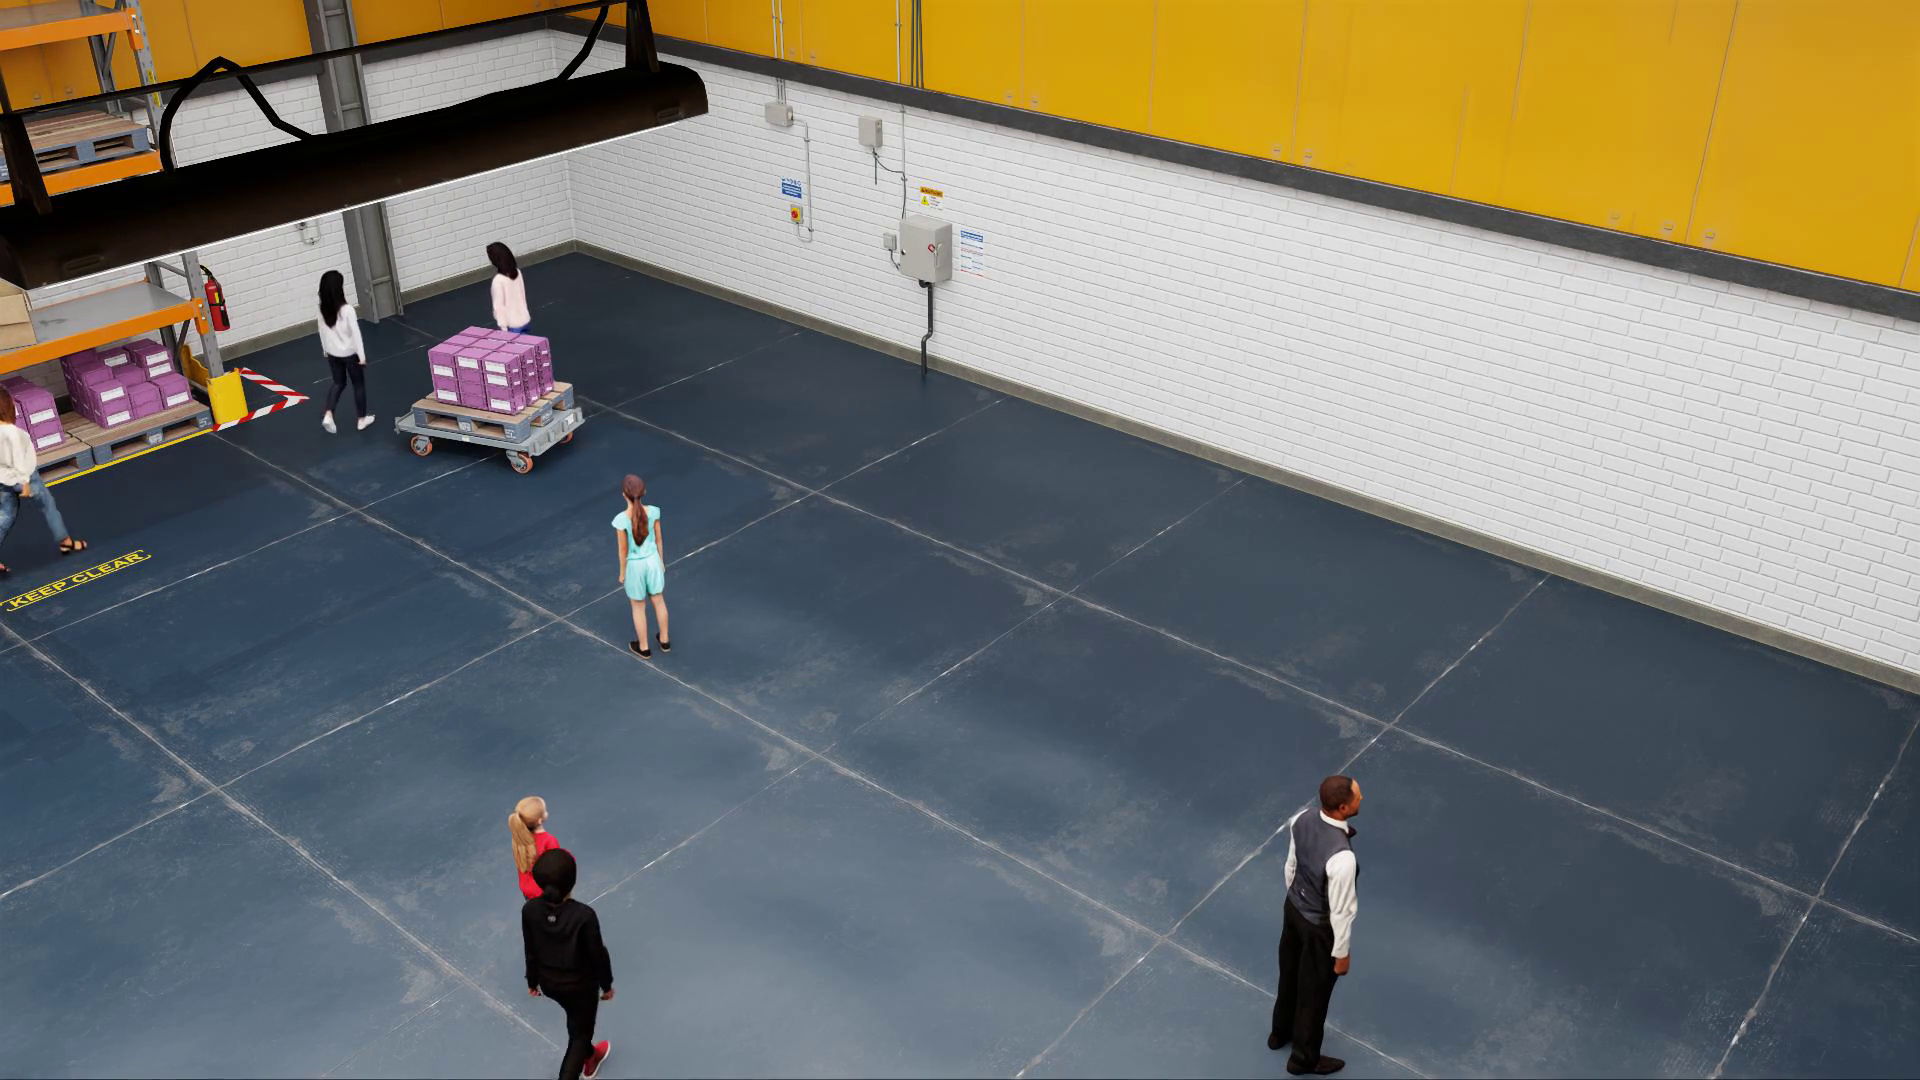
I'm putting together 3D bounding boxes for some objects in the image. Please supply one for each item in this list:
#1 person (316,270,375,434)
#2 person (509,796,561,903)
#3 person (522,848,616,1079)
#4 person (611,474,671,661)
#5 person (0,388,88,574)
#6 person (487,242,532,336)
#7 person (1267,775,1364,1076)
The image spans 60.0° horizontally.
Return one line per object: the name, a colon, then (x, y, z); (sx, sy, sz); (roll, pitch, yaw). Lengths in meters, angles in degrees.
person: (-6.154, -1.819, 16.455); (0.840, 1.684, 1.000); (11, 30, 19)
person: (-2.457, 2.041, 9.800); (0.548, 1.281, 0.557); (12, 31, 21)
person: (-2.086, 2.390, 8.776); (0.910, 1.649, 1.139); (7, 29, 12)
person: (-2.467, 0.195, 12.895); (0.552, 1.558, 0.666); (-17, 33, -28)
person: (-8.044, -0.476, 14.035); (0.698, 1.644, 1.088); (17, 33, 28)
person: (-4.498, -2.171, 17.039); (0.748, 1.743, 0.591); (14, 32, 25)
person: (1.939, 2.079, 9.067); (0.772, 1.916, 0.785); (-10, 30, -18)
